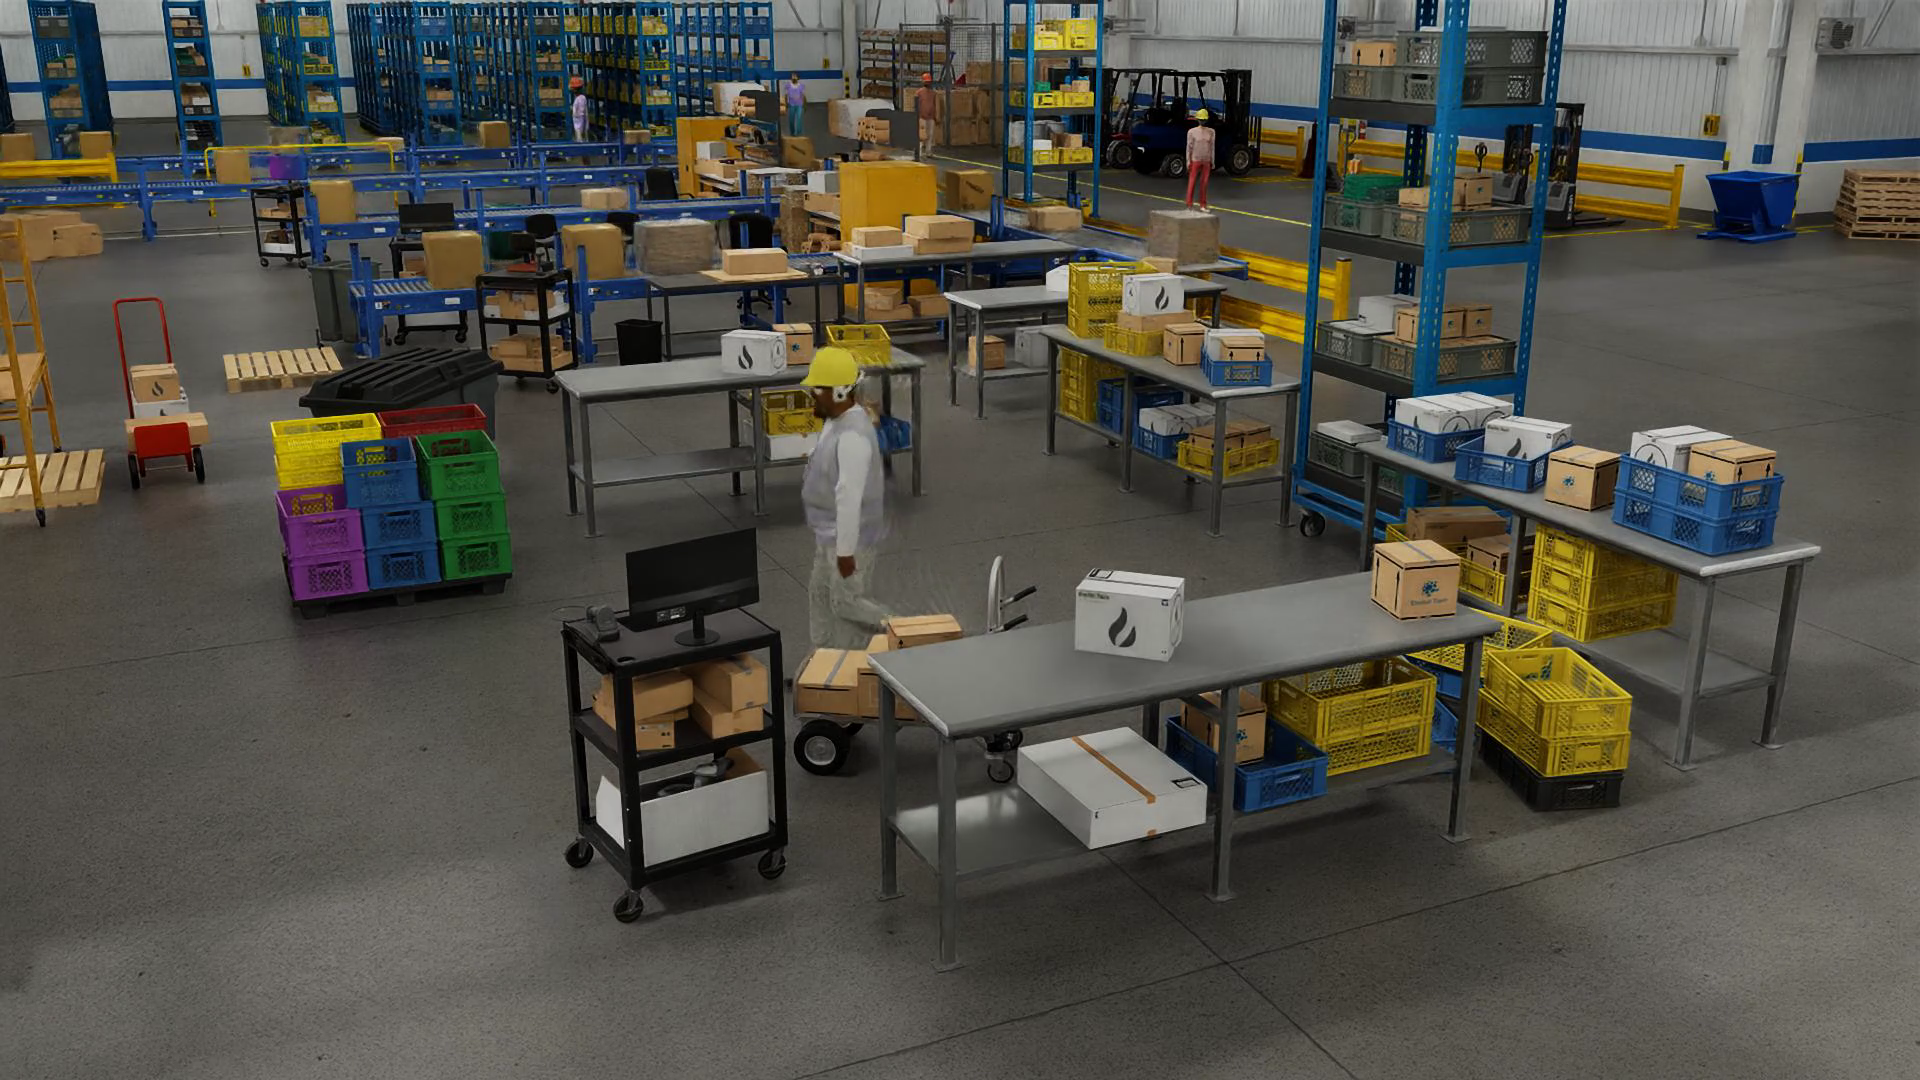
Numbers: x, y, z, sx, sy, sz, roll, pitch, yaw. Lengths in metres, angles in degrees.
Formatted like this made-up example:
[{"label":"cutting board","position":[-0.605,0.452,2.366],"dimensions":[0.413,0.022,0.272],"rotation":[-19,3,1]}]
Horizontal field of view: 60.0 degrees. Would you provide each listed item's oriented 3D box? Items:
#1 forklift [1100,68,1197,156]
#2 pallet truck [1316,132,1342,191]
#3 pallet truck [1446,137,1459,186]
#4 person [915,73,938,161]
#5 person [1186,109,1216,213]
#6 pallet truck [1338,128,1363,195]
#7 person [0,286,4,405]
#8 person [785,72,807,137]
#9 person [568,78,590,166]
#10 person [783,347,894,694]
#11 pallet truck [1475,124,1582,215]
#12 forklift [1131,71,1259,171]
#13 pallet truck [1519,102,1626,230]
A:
[{"label":"forklift","position":[4.082,-9.564,37.410],"dimensions":[2.680,1.987,1.157],"rotation":[-8,19,-23]},{"label":"pallet truck","position":[7.723,-7.504,32.656],"dimensions":[1.601,1.201,0.680],"rotation":[-8,19,-23]},{"label":"pallet truck","position":[9.184,-6.485,29.328],"dimensions":[1.630,1.274,0.653],"rotation":[-8,19,-23]},{"label":"person","position":[-0.783,-9.911,38.990],"dimensions":[0.611,1.996,0.379],"rotation":[-15,23,-39]},{"label":"person","position":[4.171,-6.550,28.780],"dimensions":[0.533,1.767,0.326],"rotation":[-5,18,-14]},{"label":"pallet truck","position":[7.845,-7.140,31.411],"dimensions":[1.522,1.261,0.704],"rotation":[-9,20,-25]},{"label":"person","position":[-8.621,-2.091,14.485],"dimensions":[0.569,1.914,0.410],"rotation":[-3,18,-8]},{"label":"person","position":[-4.437,-11.738,45.022],"dimensions":[0.586,1.831,0.442],"rotation":[-3,18,-8]},{"label":"person","position":[-8.058,-8.737,35.217],"dimensions":[0.391,2.040,0.614],"rotation":[-7,19,-20]},{"label":"person","position":[-0.528,-0.074,8.303],"dimensions":[0.703,1.809,0.609],"rotation":[-3,18,-9]},{"label":"pallet truck","position":[9.707,-6.455,28.103],"dimensions":[1.885,1.965,0.823],"rotation":[-7,19,-20]},{"label":"forklift","position":[4.998,-8.936,35.413],"dimensions":[2.680,1.987,1.157],"rotation":[-9,20,-25]},{"label":"pallet truck","position":[9.972,-6.037,26.785],"dimensions":[1.885,1.965,0.823],"rotation":[-9,20,-25]}]
